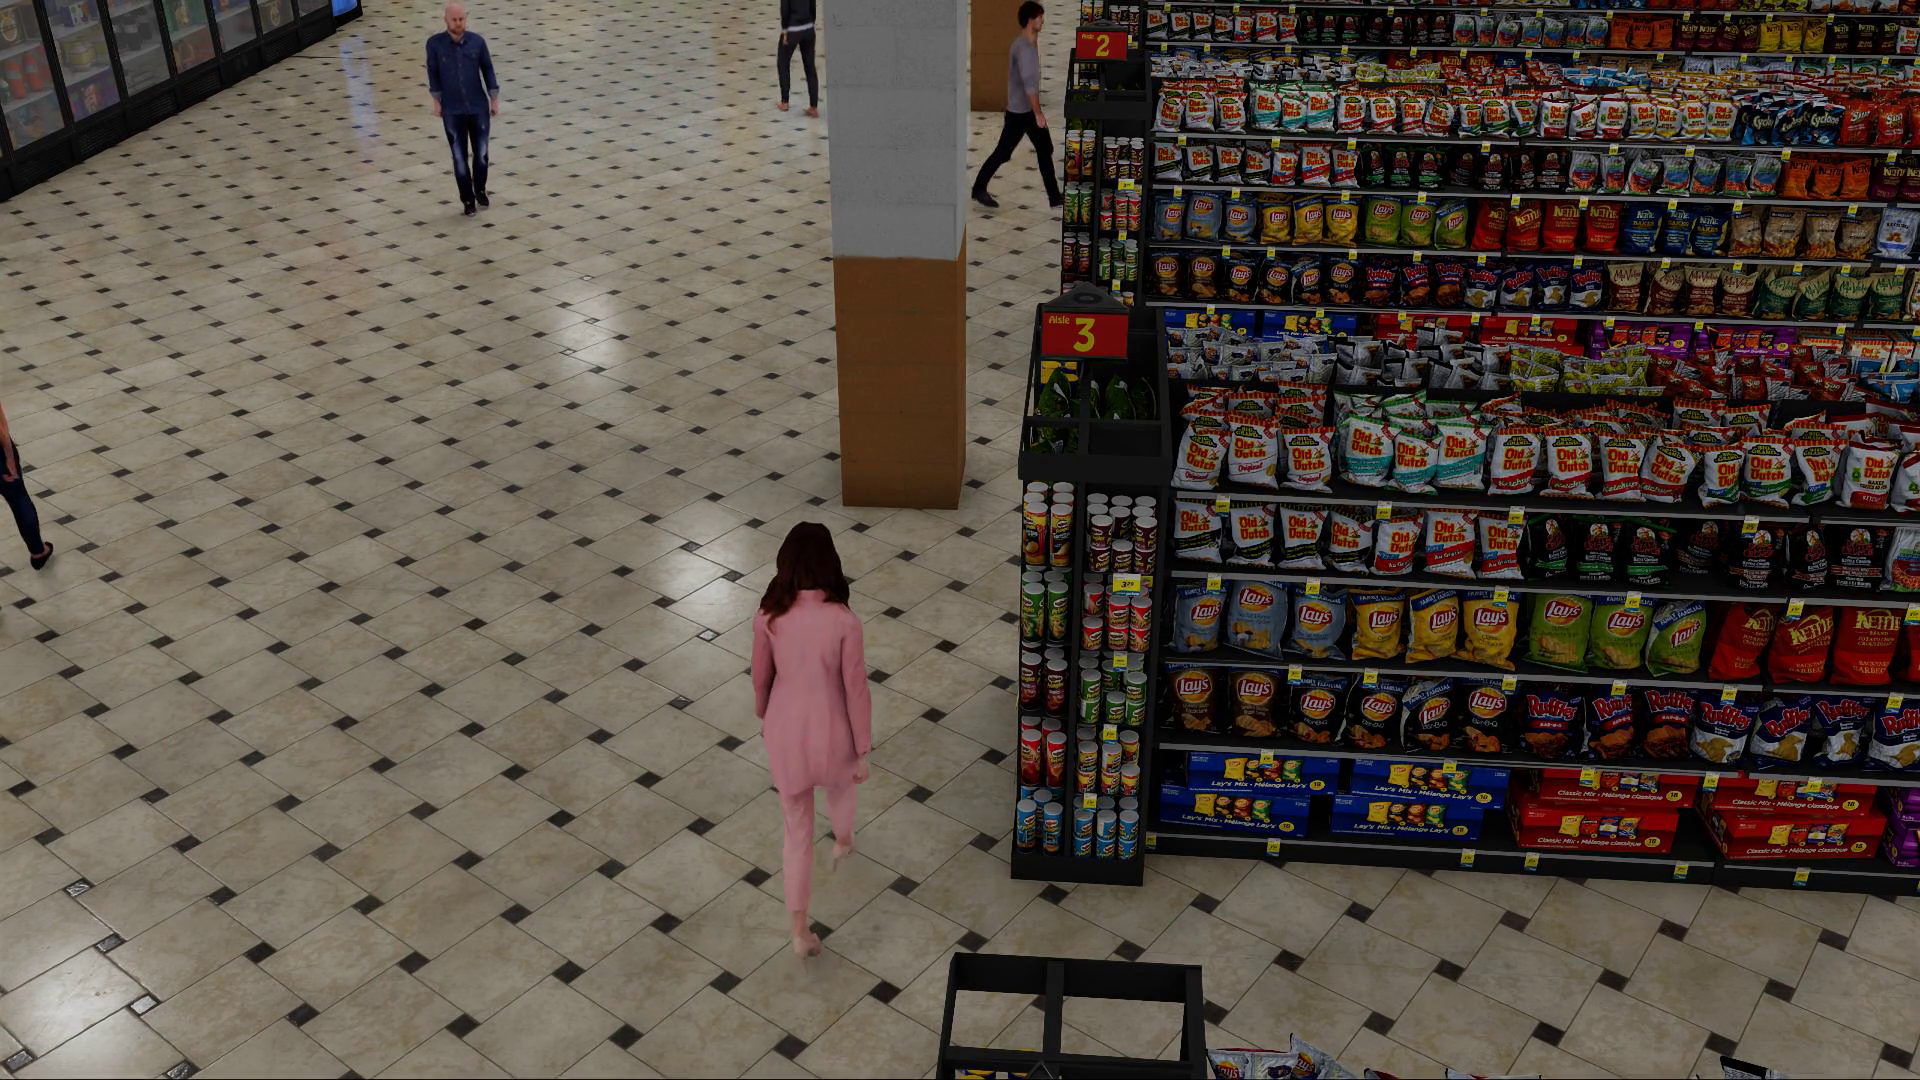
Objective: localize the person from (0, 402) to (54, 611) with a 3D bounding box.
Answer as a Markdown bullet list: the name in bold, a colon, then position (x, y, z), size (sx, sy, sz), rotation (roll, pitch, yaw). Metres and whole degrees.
- **person**: position (-5.133, -0.414, 8.602), size (1.119, 1.688, 0.907), rotation (-8, 30, -14)

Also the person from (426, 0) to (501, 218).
- **person**: position (-4.374, -3.805, 14.697), size (1.082, 1.798, 1.078), rotation (-12, 31, -20)

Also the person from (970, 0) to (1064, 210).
- **person**: position (0.457, -3.751, 14.611), size (1.282, 1.785, 0.847), rotation (8, 30, 14)

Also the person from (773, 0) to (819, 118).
- **person**: position (-1.664, -5.365, 17.613), size (0.940, 1.742, 0.988), rotation (-20, 34, -32)

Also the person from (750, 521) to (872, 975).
- **person**: position (-0.580, 0.823, 6.269), size (1.033, 1.753, 0.707), rotation (4, 29, 6)
